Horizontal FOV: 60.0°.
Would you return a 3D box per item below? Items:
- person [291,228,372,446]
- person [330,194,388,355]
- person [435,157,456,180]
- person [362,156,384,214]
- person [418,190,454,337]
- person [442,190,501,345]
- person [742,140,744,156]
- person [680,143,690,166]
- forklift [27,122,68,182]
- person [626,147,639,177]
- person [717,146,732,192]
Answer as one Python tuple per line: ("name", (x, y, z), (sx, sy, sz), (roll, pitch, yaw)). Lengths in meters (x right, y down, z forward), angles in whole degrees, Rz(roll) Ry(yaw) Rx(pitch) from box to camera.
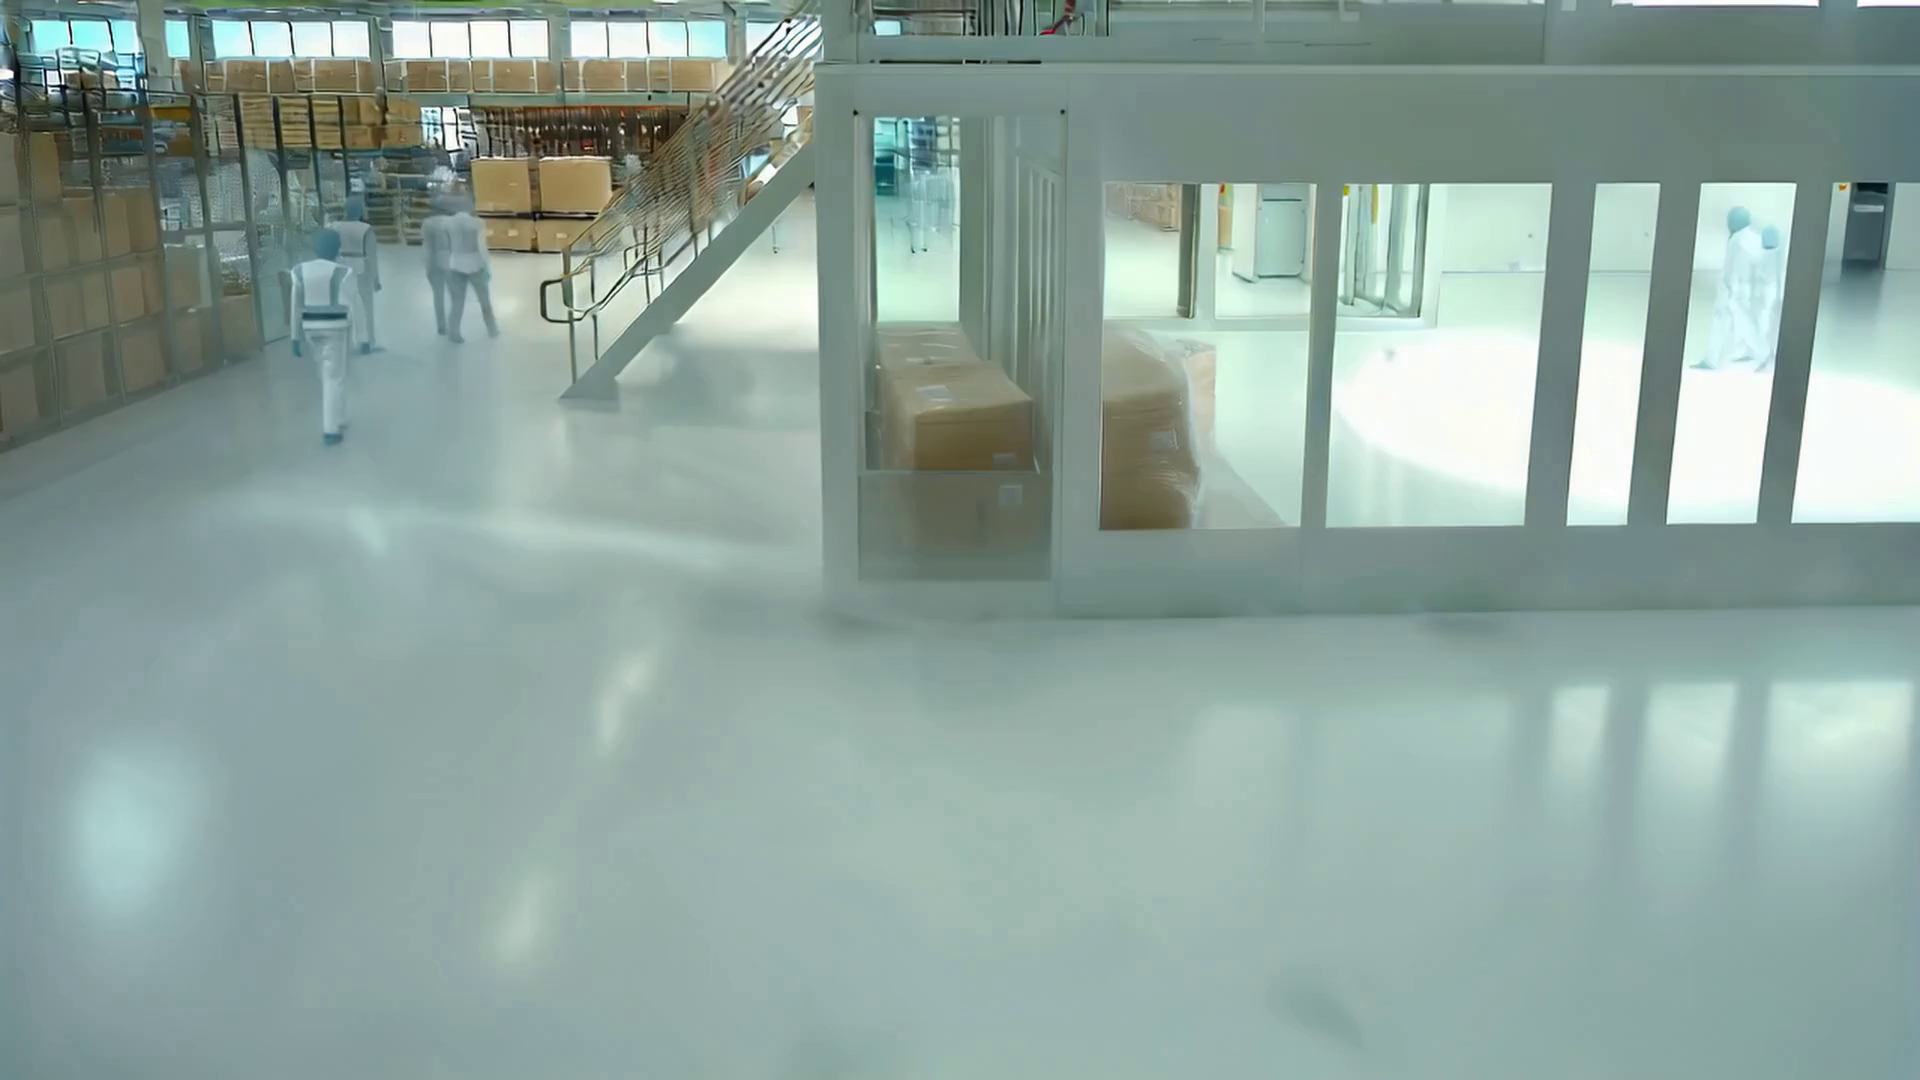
("person", (-5.456, -1.786, 14.537), (0.607, 1.854, 0.817), (2, 14, 7))
("person", (-7.267, -3.185, 20.011), (0.590, 1.920, 0.398), (4, 15, 17))
("person", (-14.830, -10.131, 47.979), (0.605, 1.819, 0.610), (-9, 17, -32))
("person", (-15.459, -9.153, 43.906), (0.553, 1.896, 0.670), (0, 14, 1))
("person", (-6.771, -3.615, 21.792), (0.543, 1.904, 0.949), (-6, 15, -22))
("person", (-6.246, -3.449, 21.063), (0.637, 1.932, 1.034), (2, 14, 8))
("person", (-11.414, -20.285, 88.258), (0.432, 1.978, 0.611), (-3, 14, -13))
("person", (-13.873, -19.221, 84.279), (0.600, 1.831, 0.404), (-5, 15, -21))
("forklift", (-35.376, -14.773, 64.377), (1.129, 2.768, 1.873), (-1, 14, -2))
("person", (-12.253, -13.718, 62.158), (0.399, 1.900, 0.645), (9, 16, 31))
("person", (-8.249, -12.895, 58.569), (0.388, 2.041, 0.615), (13, 19, 42))
